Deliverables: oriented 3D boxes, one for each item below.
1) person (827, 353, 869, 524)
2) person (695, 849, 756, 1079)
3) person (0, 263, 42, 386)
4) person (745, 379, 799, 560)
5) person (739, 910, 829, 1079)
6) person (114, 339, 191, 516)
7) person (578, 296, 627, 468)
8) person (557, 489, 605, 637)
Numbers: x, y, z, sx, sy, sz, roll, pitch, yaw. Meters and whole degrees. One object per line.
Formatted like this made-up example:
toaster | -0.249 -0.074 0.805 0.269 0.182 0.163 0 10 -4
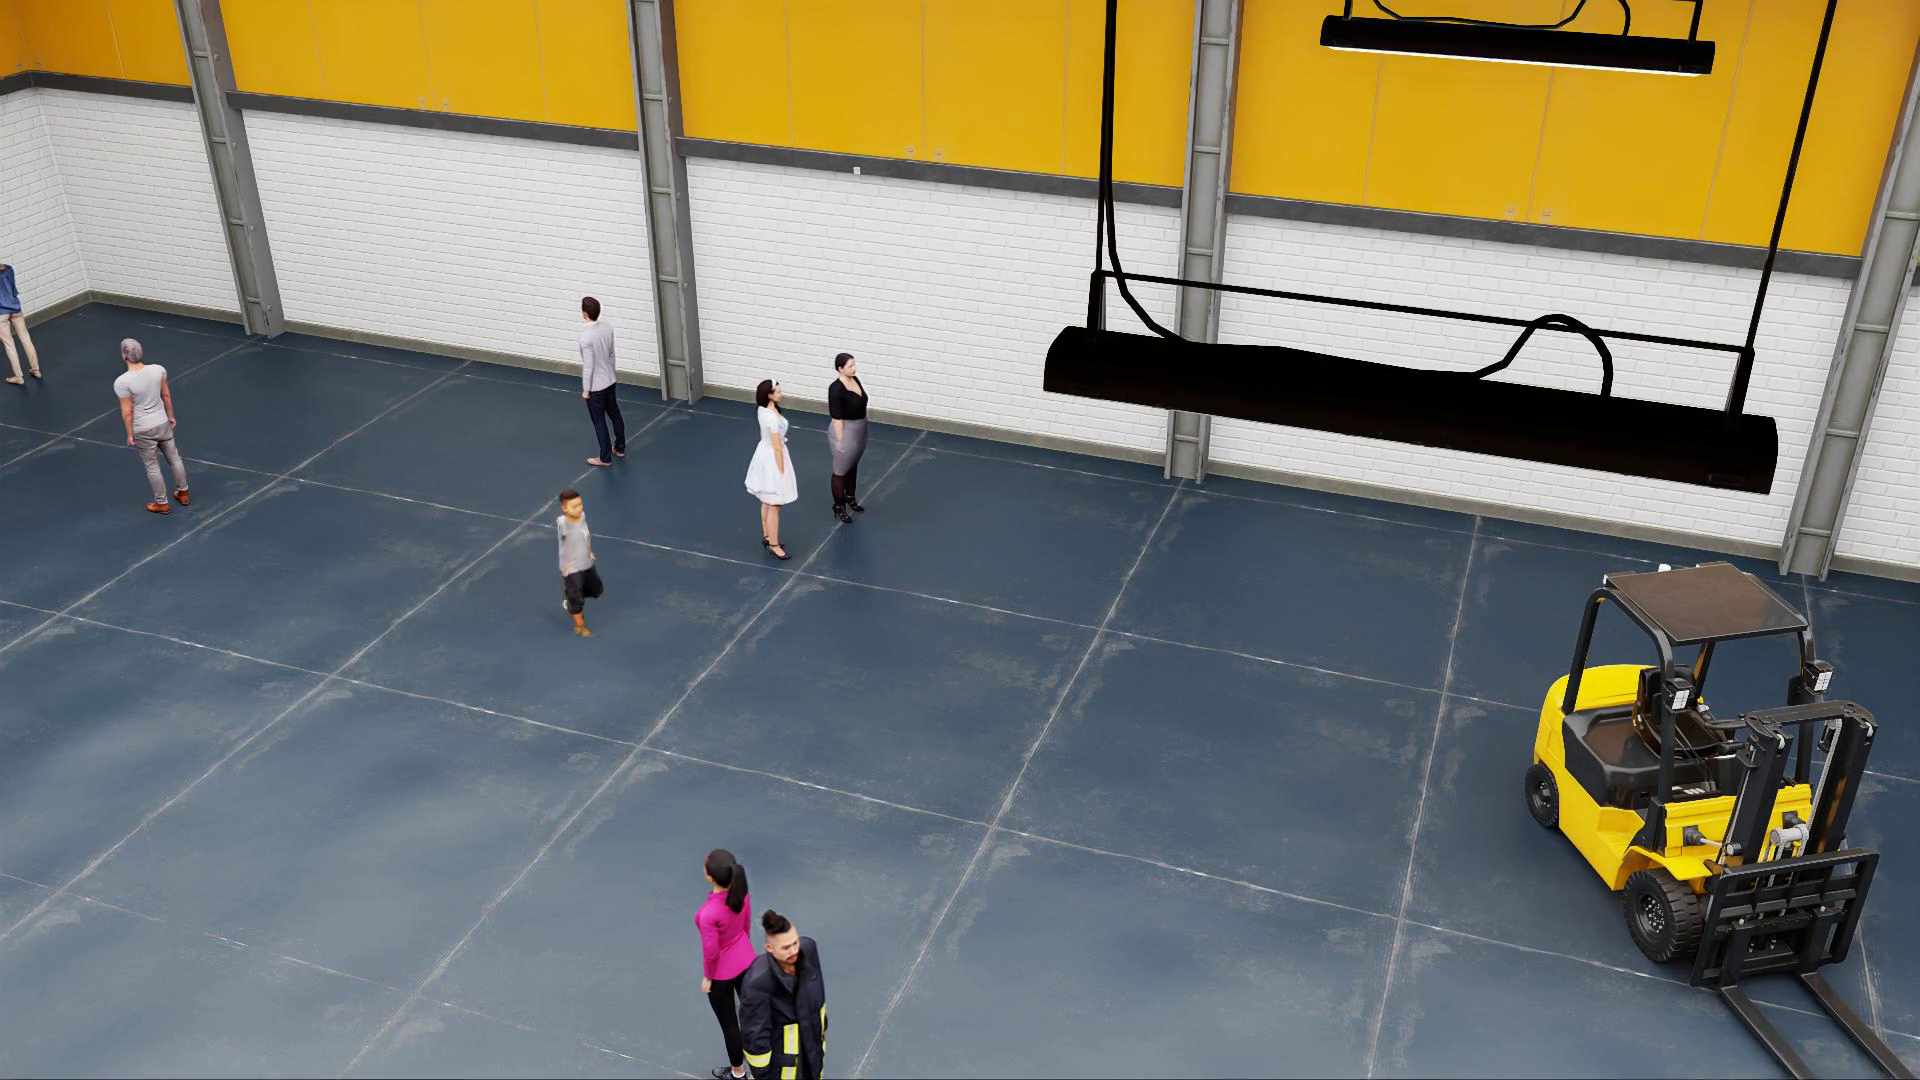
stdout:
person | -1.129 -1.035 16.466 0.610 1.760 0.664 11 31 20
person | -1.372 2.548 9.962 0.616 1.698 0.627 16 32 27
person | -11.196 -2.664 19.519 0.610 1.697 0.644 15 32 26
person | -1.773 -0.681 15.760 0.911 1.815 0.857 -10 30 -17
person | -0.968 2.801 9.328 0.829 1.862 0.854 22 36 35
person | -8.065 -1.142 16.587 0.636 1.832 0.736 17 33 28
person | -3.806 -1.682 17.557 0.578 1.850 0.695 13 31 22
person | -3.427 0.147 14.627 0.782 1.447 0.696 21 35 34
